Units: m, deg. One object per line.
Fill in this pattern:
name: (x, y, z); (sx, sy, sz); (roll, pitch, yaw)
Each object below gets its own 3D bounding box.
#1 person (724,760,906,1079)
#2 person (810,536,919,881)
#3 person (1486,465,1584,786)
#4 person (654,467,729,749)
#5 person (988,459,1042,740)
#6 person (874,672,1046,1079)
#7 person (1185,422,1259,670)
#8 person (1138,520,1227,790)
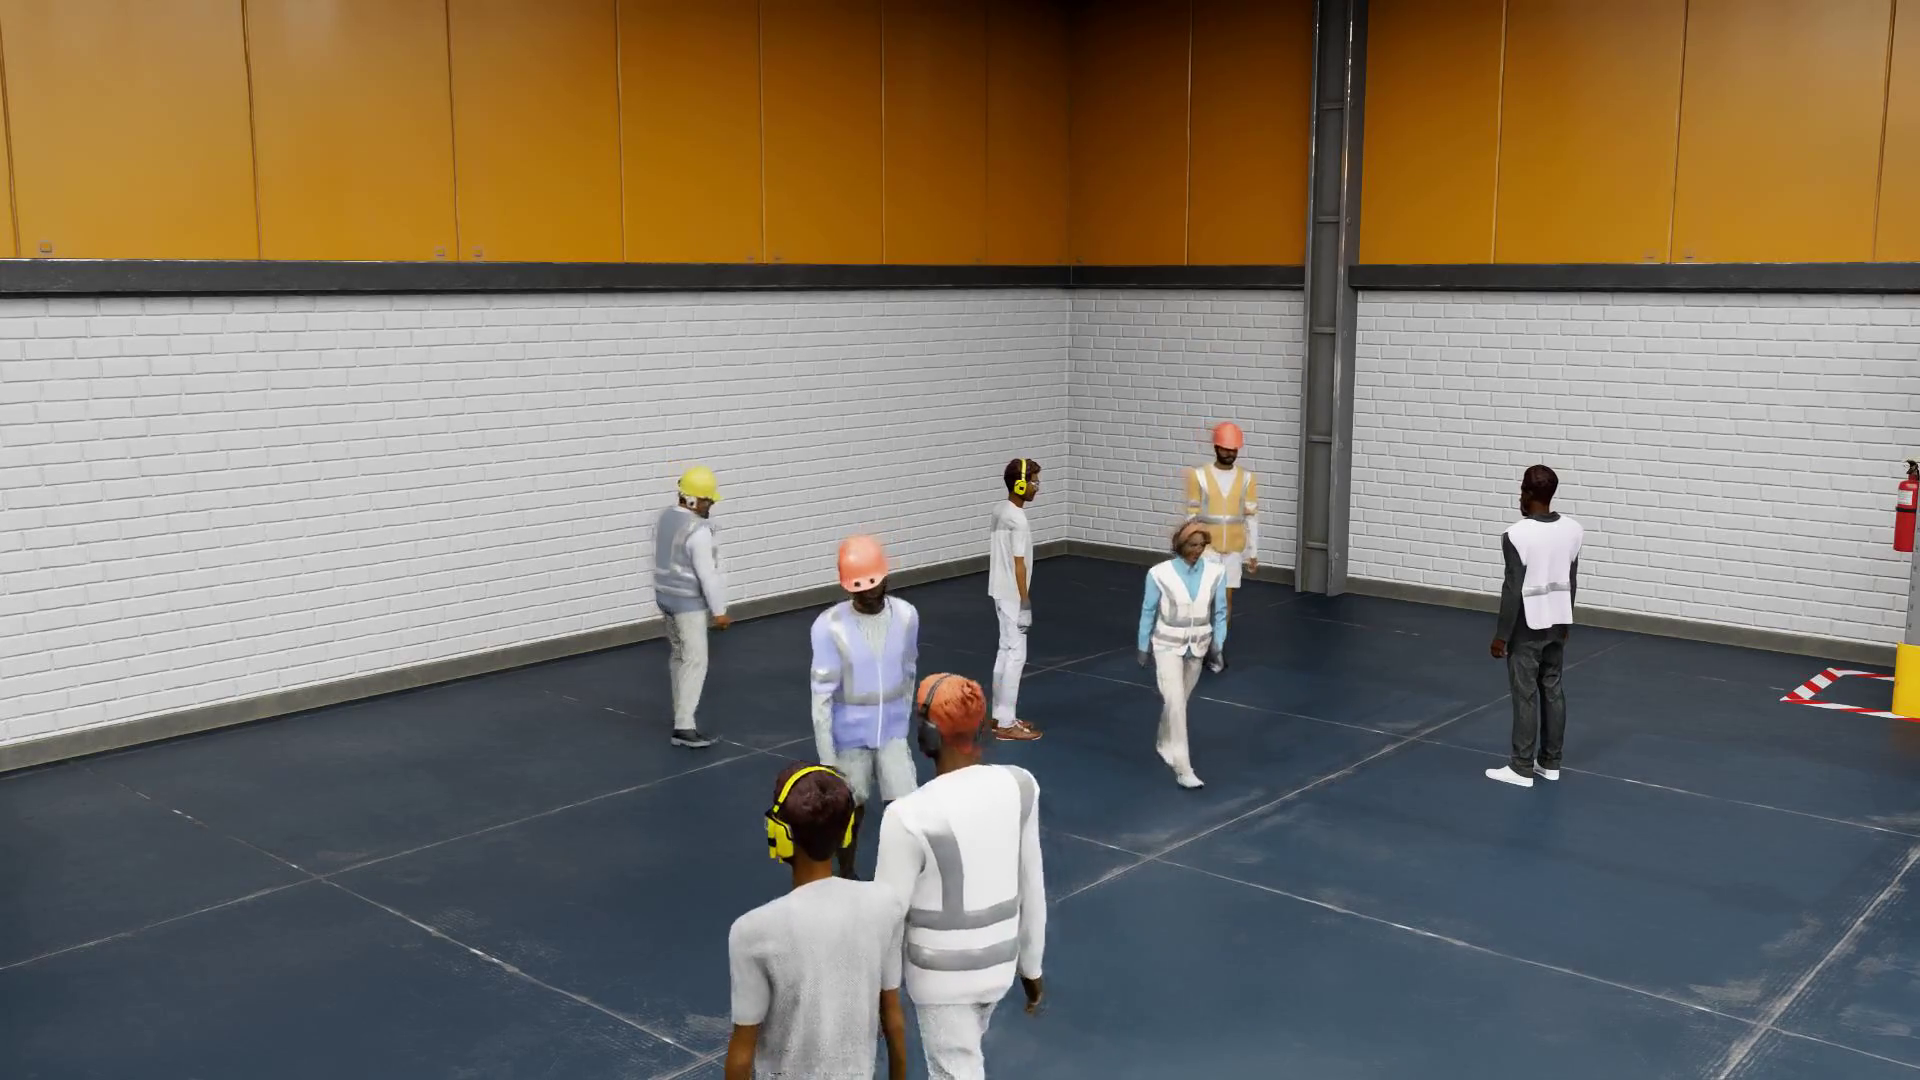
person: (-0.341, 1.467, 4.182); (0.537, 1.835, 0.928); (-7, 12, -39)
person: (-0.439, 0.889, 7.588); (0.558, 1.887, 0.651); (-4, 10, -25)
person: (3.425, 0.510, 9.897); (0.586, 1.920, 0.388); (-5, 10, -29)
person: (-1.753, 0.423, 10.830); (0.446, 1.800, 0.817); (-6, 11, -32)
person: (0.366, 0.389, 10.869); (0.347, 1.855, 0.532); (-3, 9, -16)
person: (-0.106, 1.304, 5.106); (0.606, 1.850, 0.869); (-9, 13, -43)
person: (2.015, 0.056, 12.738); (0.567, 1.916, 0.593); (-1, 9, -5)
person: (1.327, 0.658, 10.015); (0.516, 1.588, 0.865); (-3, 9, -17)
